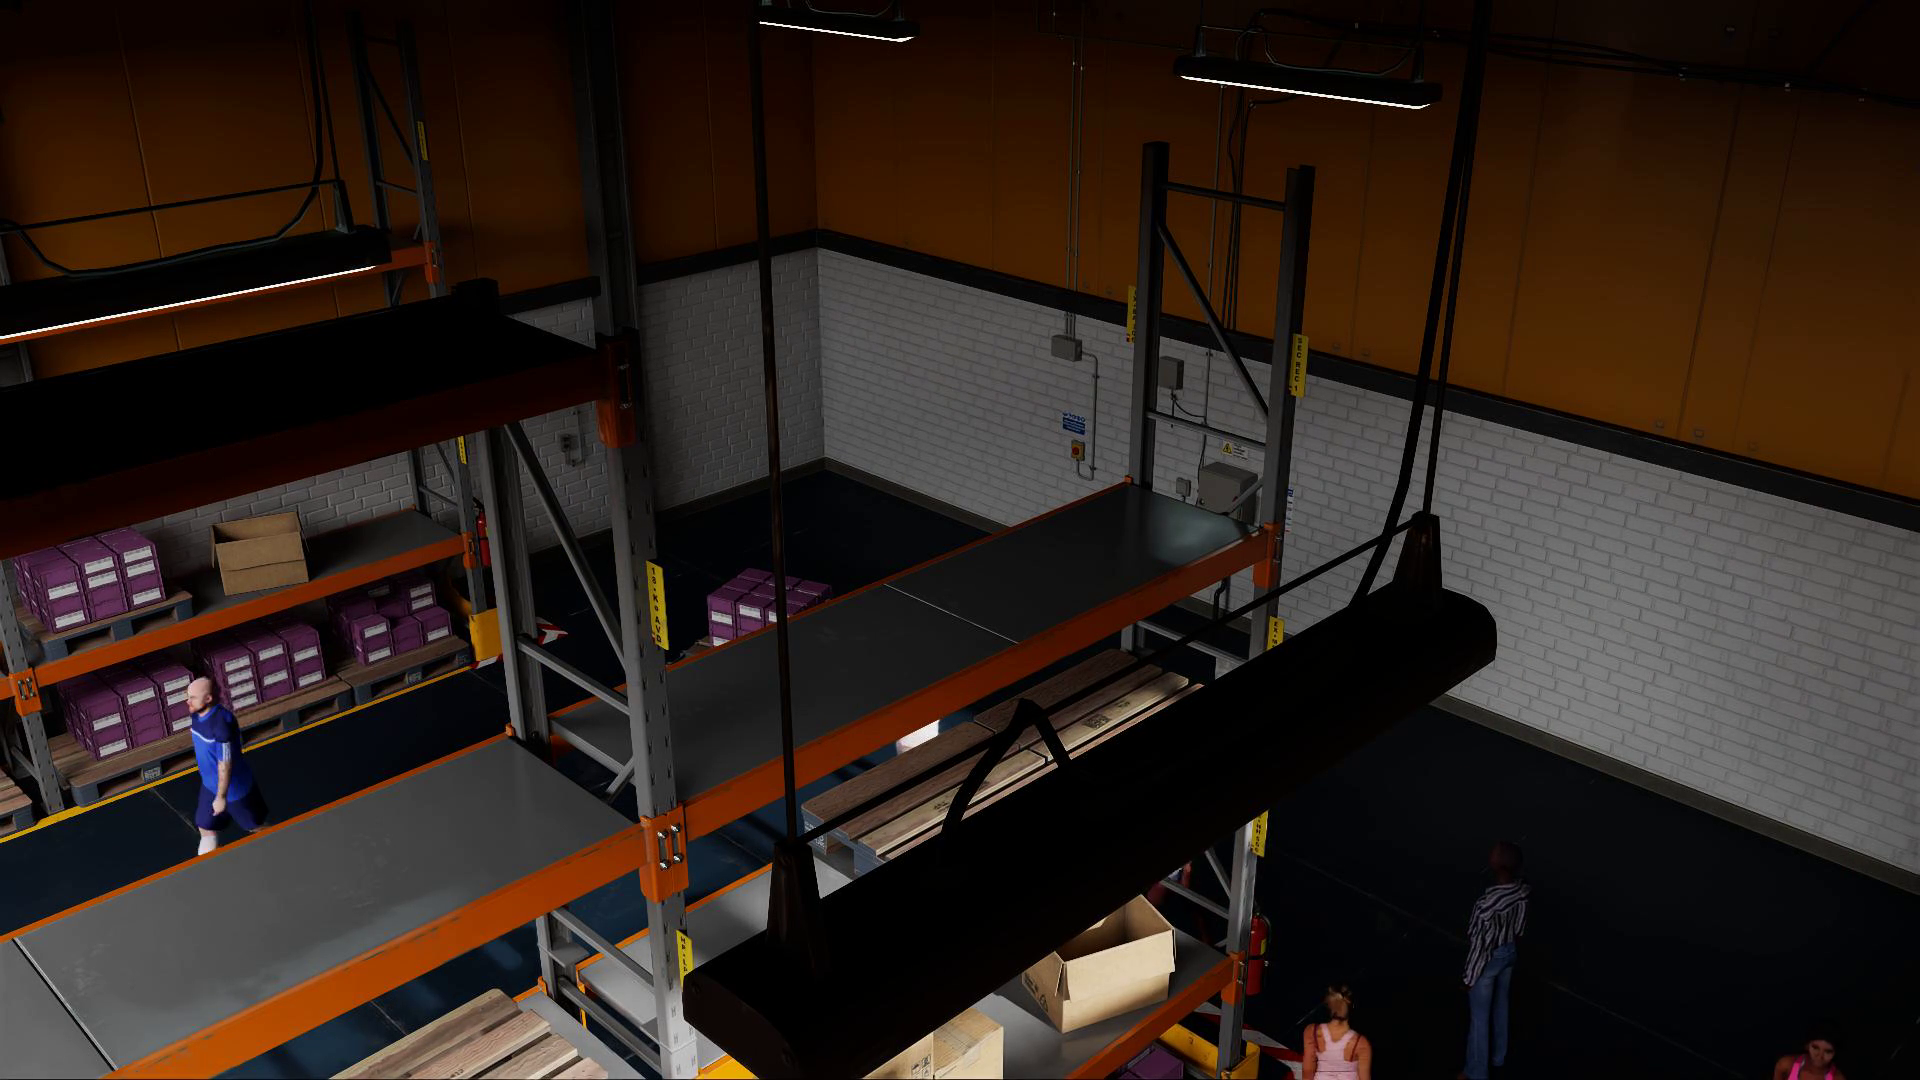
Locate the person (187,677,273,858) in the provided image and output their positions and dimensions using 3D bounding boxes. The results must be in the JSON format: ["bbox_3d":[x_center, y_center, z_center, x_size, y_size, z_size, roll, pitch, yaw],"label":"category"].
[{"bbox_3d":[-5.422,1.830,12.519,0.793,1.794,1.140,16,28,32],"label":"person"}]

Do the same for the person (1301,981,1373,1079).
[{"bbox_3d":[2.102,3.263,9.457,0.657,1.622,1.091,17,29,34],"label":"person"}]

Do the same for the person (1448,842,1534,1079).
[{"bbox_3d":[3.386,2.688,10.556,0.484,1.796,0.697,-19,30,-36],"label":"person"}]

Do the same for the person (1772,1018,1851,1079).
[{"bbox_3d":[4.644,3.322,9.246,0.642,1.682,1.165,18,29,35],"label":"person"}]
